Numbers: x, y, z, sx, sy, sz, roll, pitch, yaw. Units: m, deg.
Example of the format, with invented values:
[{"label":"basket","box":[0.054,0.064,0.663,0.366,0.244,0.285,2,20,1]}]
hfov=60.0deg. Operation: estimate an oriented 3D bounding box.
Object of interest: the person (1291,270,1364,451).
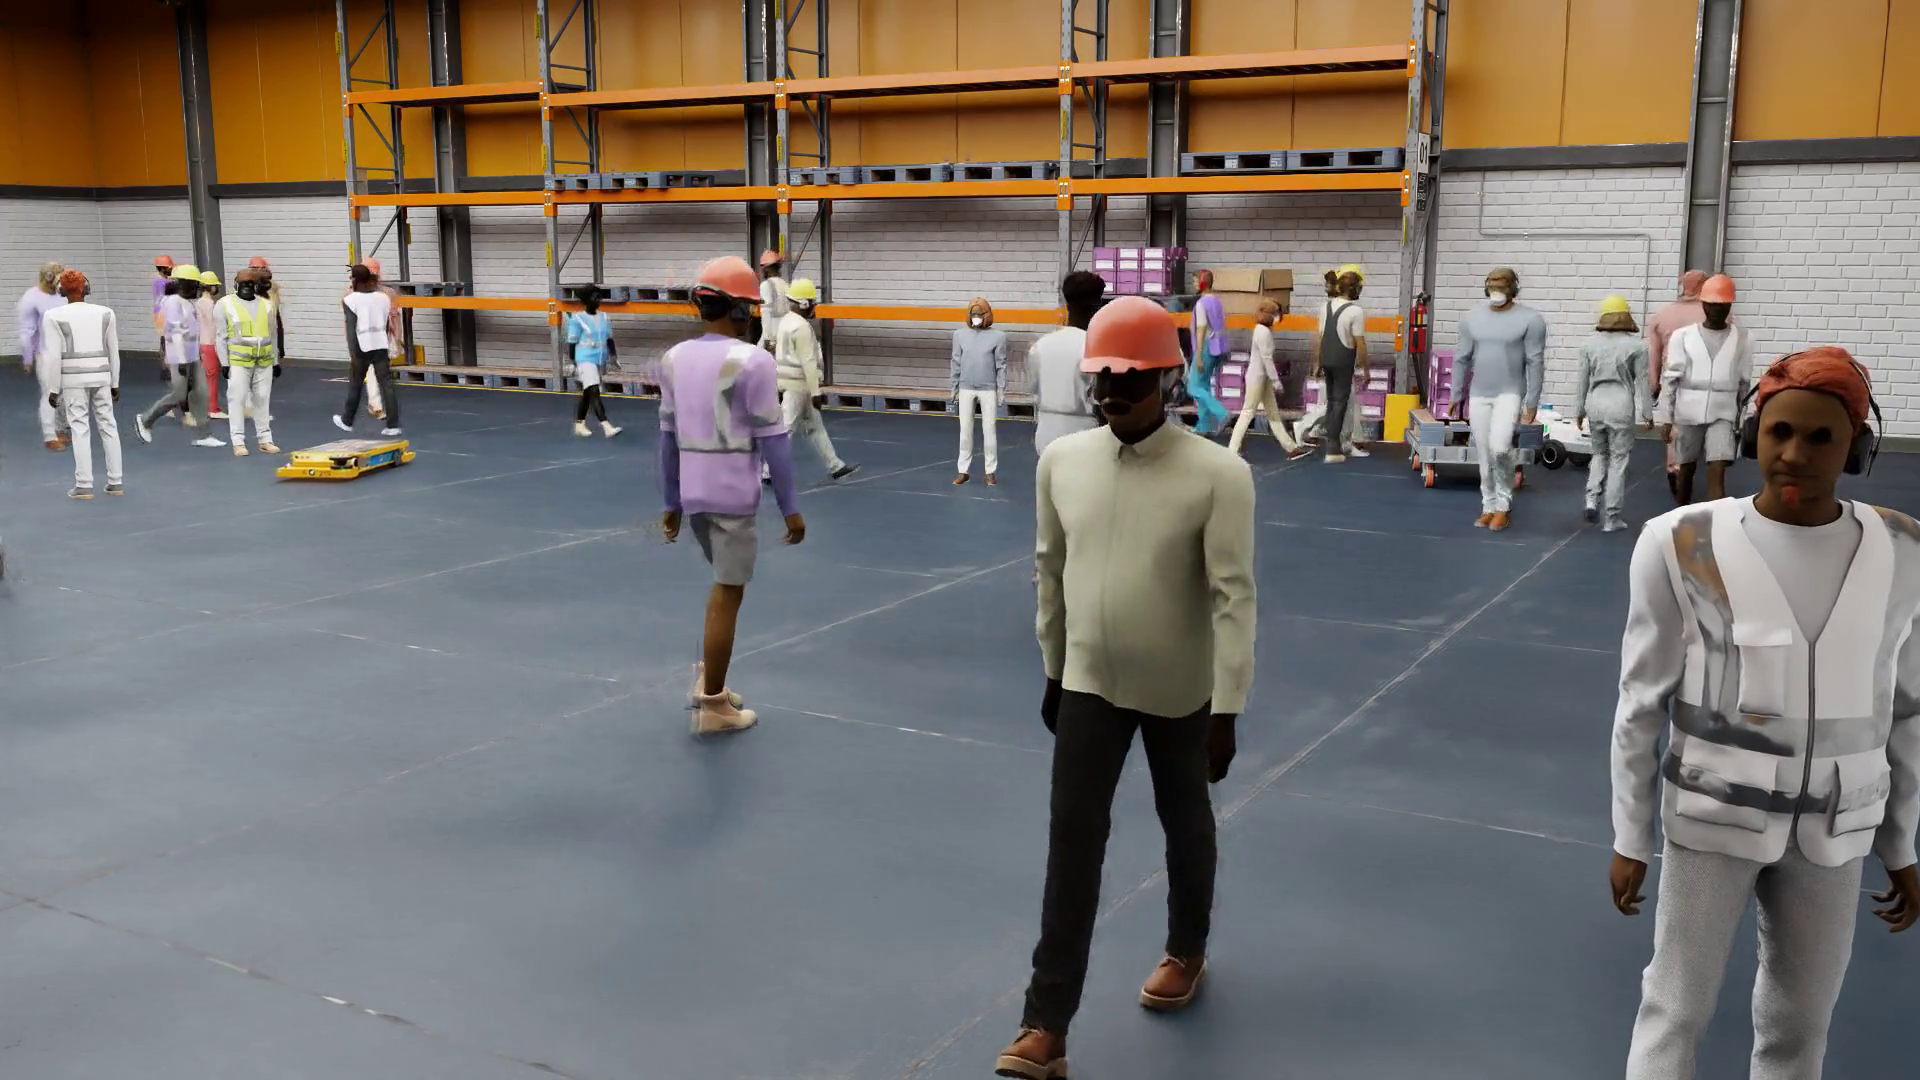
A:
[{"label":"person","box":[3.733,-1.811,16.877,0.879,1.826,0.483,3,11,18]}]

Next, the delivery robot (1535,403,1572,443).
[{"label":"delivery robot","box":[5.645,-1.075,16.020,0.477,0.478,0.707,-1,10,-4]}]

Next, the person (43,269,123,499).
[{"label":"person","box":[-7.188,-1.275,13.659,0.362,1.883,0.575,8,13,39]}]

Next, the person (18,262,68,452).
[{"label":"person","box":[-9.290,-1.875,16.978,0.576,1.911,0.641,3,11,18]}]

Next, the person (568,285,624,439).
[{"label":"person","box":[-3.914,-1.912,17.894,0.879,1.644,0.539,7,12,33]}]

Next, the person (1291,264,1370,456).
[{"label":"person","box":[3.659,-1.748,16.303,0.727,1.902,0.594,1,10,6]}]

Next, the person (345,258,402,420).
[{"label":"person","box":[-7.109,-2.432,20.108,0.612,1.941,1.041,-7,12,-34]}]

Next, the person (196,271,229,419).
[{"label":"person","box":[-8.990,-2.334,19.989,0.317,1.769,0.522,-8,13,-39]}]

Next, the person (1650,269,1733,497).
[{"label":"person","box":[6.013,-1.286,13.733,0.670,1.882,0.720,9,13,41]}]

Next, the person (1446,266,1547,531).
[{"label":"person","box":[3.874,-1.017,12.087,0.636,1.918,0.583,9,13,41]}]

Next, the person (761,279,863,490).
[{"label":"person","box":[-1.292,-1.321,14.180,0.940,1.783,0.619,-3,10,-16]}]

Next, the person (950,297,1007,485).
[{"label":"person","box":[0.159,-1.286,14.430,0.499,1.633,0.282,2,10,13]}]

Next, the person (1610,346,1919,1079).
[{"label":"person","box":[1.553,0.571,3.211,0.584,1.879,0.337,1,10,5]}]

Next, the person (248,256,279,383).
[{"label":"person","box":[-10.534,-3.313,25.078,0.419,1.923,0.575,7,12,36]}]

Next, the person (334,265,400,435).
[{"label":"person","box":[-6.546,-2.090,18.331,1.053,1.858,0.591,8,13,38]}]

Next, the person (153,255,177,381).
[{"label":"person","box":[-12.198,-3.411,25.602,0.375,1.935,0.551,-5,11,-26]}]

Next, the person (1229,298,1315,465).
[{"label":"person","box":[2.924,-1.471,15.589,0.837,1.584,0.508,3,10,15]}]

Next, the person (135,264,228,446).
[{"label":"person","box":[-8.065,-1.887,17.118,0.819,1.889,0.599,0,10,0]}]

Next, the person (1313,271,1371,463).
[{"label":"person","box":[3.732,-1.653,15.997,0.684,1.830,0.544,-7,12,-35]}]

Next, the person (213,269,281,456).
[{"label":"person","box":[-7.054,-1.758,16.532,0.430,1.839,0.619,9,13,40]}]

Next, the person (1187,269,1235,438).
[{"label":"person","box":[2.672,-1.980,17.811,0.521,1.828,0.573,5,11,27]}]

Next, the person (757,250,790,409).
[{"label":"person","box":[-2.400,-2.561,20.596,0.896,2.004,0.636,5,11,27]}]

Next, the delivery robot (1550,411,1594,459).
[{"label":"delivery robot","box":[5.798,-0.948,15.304,0.477,0.478,0.707,-6,12,-32]}]

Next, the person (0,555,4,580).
[{"label":"person","box":[-6.079,-0.623,10.048,0.520,1.856,0.673,-10,14,-44]}]

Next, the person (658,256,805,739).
[{"label":"person","box":[-0.967,-0.175,7.054,0.633,2.023,0.575,9,13,41]}]

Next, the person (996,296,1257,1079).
[{"label":"person","box":[0.436,0.363,4.220,0.644,1.937,1.012,5,11,28]}]

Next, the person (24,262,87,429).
[{"label":"person","box":[-10.197,-2.190,18.808,0.683,1.890,0.435,-5,11,-28]}]

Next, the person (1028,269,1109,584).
[{"label":"person","box":[0.588,-0.506,9.151,0.604,1.945,0.560,9,14,43]}]

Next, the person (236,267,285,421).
[{"label":"person","box":[-8.254,-2.296,19.613,0.447,1.824,0.654,4,11,23]}]

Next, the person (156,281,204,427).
[{"label":"person","box":[-9.001,-2.140,19.133,0.585,1.679,0.545,3,10,16]}]

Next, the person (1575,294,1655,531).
[{"label":"person","box":[4.776,-0.925,12.137,0.531,1.718,0.384,10,14,43]}]

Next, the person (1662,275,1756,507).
[{"label":"person","box":[5.052,-0.847,11.268,0.555,1.885,1.027,4,11,20]}]

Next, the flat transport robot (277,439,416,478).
[{"label":"flat transport robot","box":[-5.625,-0.760,15.304,0.652,0.197,1.431,1,10,6]}]
